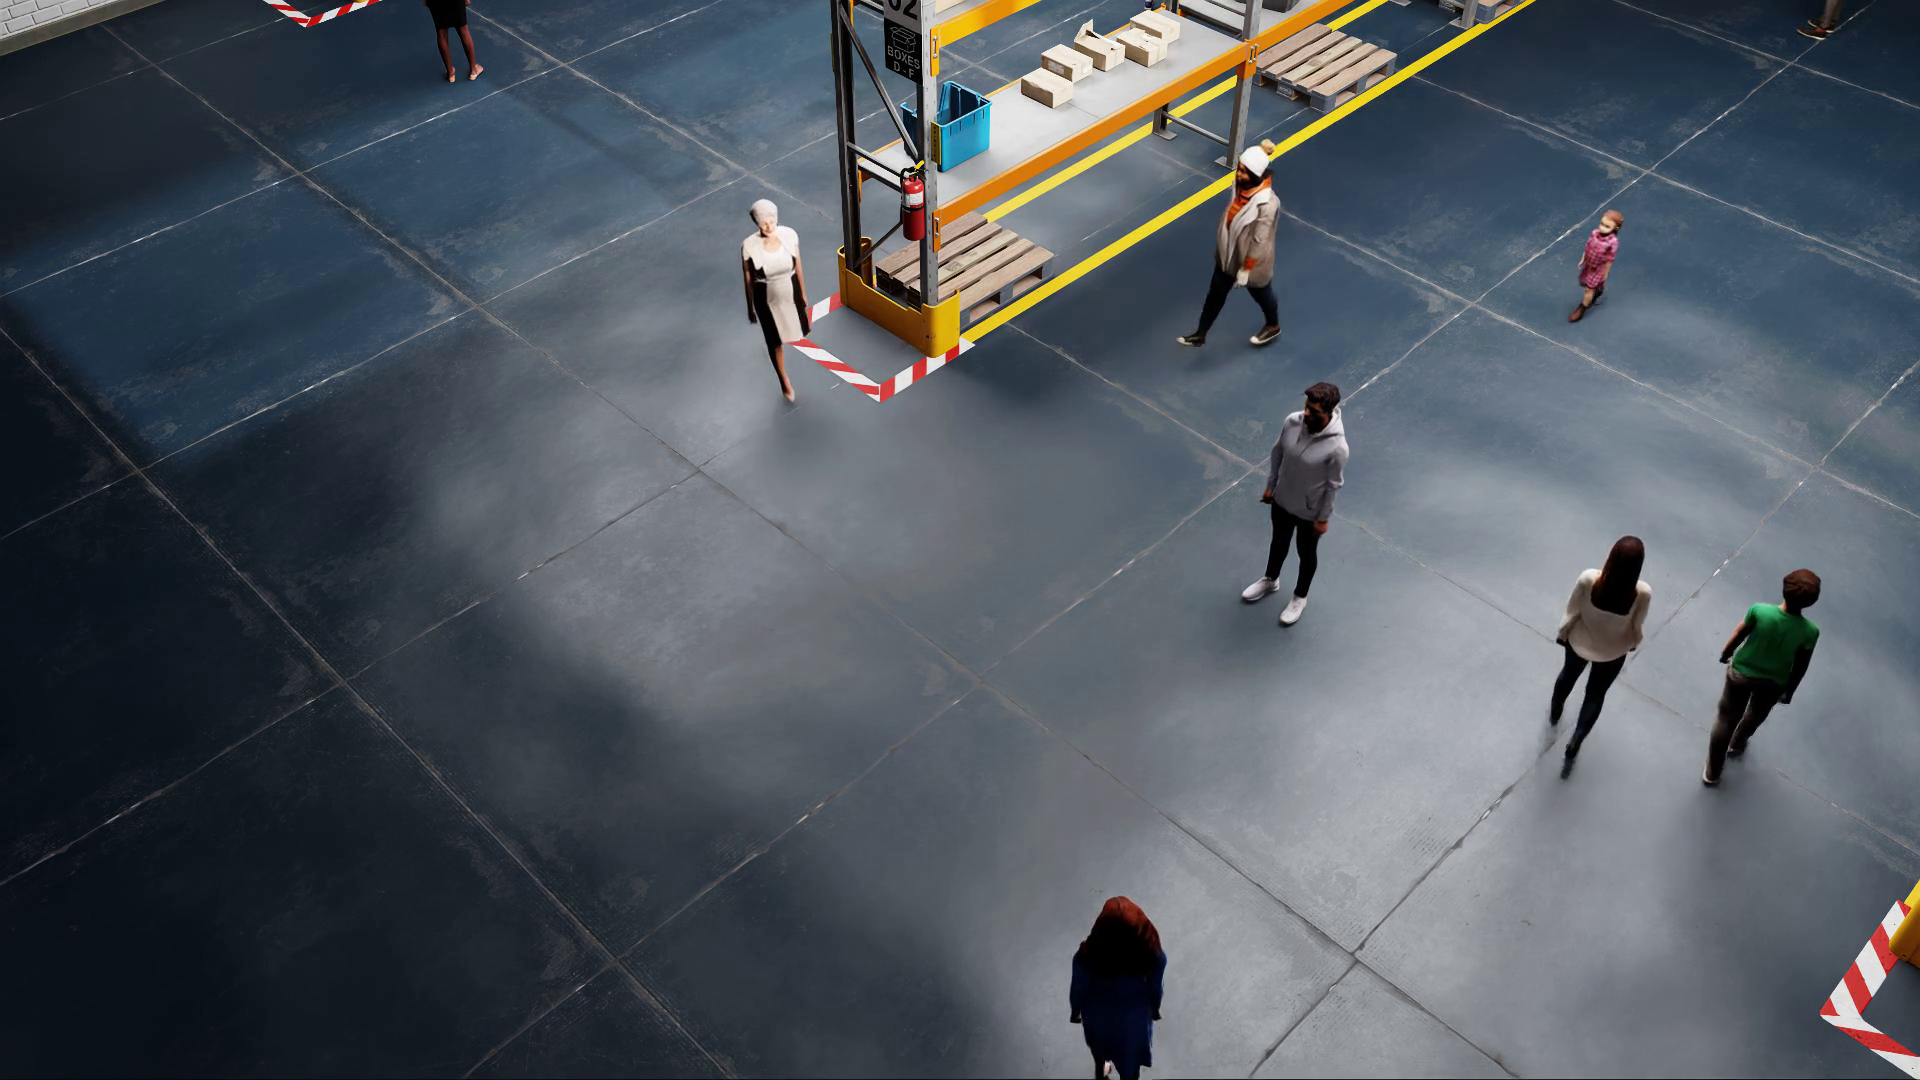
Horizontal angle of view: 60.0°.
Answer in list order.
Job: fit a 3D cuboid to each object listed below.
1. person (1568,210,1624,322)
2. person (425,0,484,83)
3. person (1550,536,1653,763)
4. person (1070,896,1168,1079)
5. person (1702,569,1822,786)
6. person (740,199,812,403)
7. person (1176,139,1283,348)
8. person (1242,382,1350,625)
[{"bbox_3d":[5.258,-2.281,13.673,0.616,1.020,0.480,-27,50,-25],"label":"person"},{"bbox_3d":[-5.082,-5.361,16.398,0.651,1.720,0.748,-6,44,-6],"label":"person"},{"bbox_3d":[3.876,0.682,10.087,0.766,1.675,0.957,19,47,19],"label":"person"},{"bbox_3d":[0.772,2.405,8.181,0.970,1.810,1.065,3,44,3],"label":"person"},{"bbox_3d":[4.740,0.871,9.915,0.731,1.640,0.892,21,48,21],"label":"person"},{"bbox_3d":[-1.426,-1.886,12.738,0.897,1.736,0.871,-18,46,-18],"label":"person"},{"bbox_3d":[2.355,-2.293,13.089,1.242,1.843,0.930,-21,47,-21],"label":"person"},{"bbox_3d":[2.248,-0.277,10.909,0.570,1.930,0.660,-35,53,-31],"label":"person"}]
